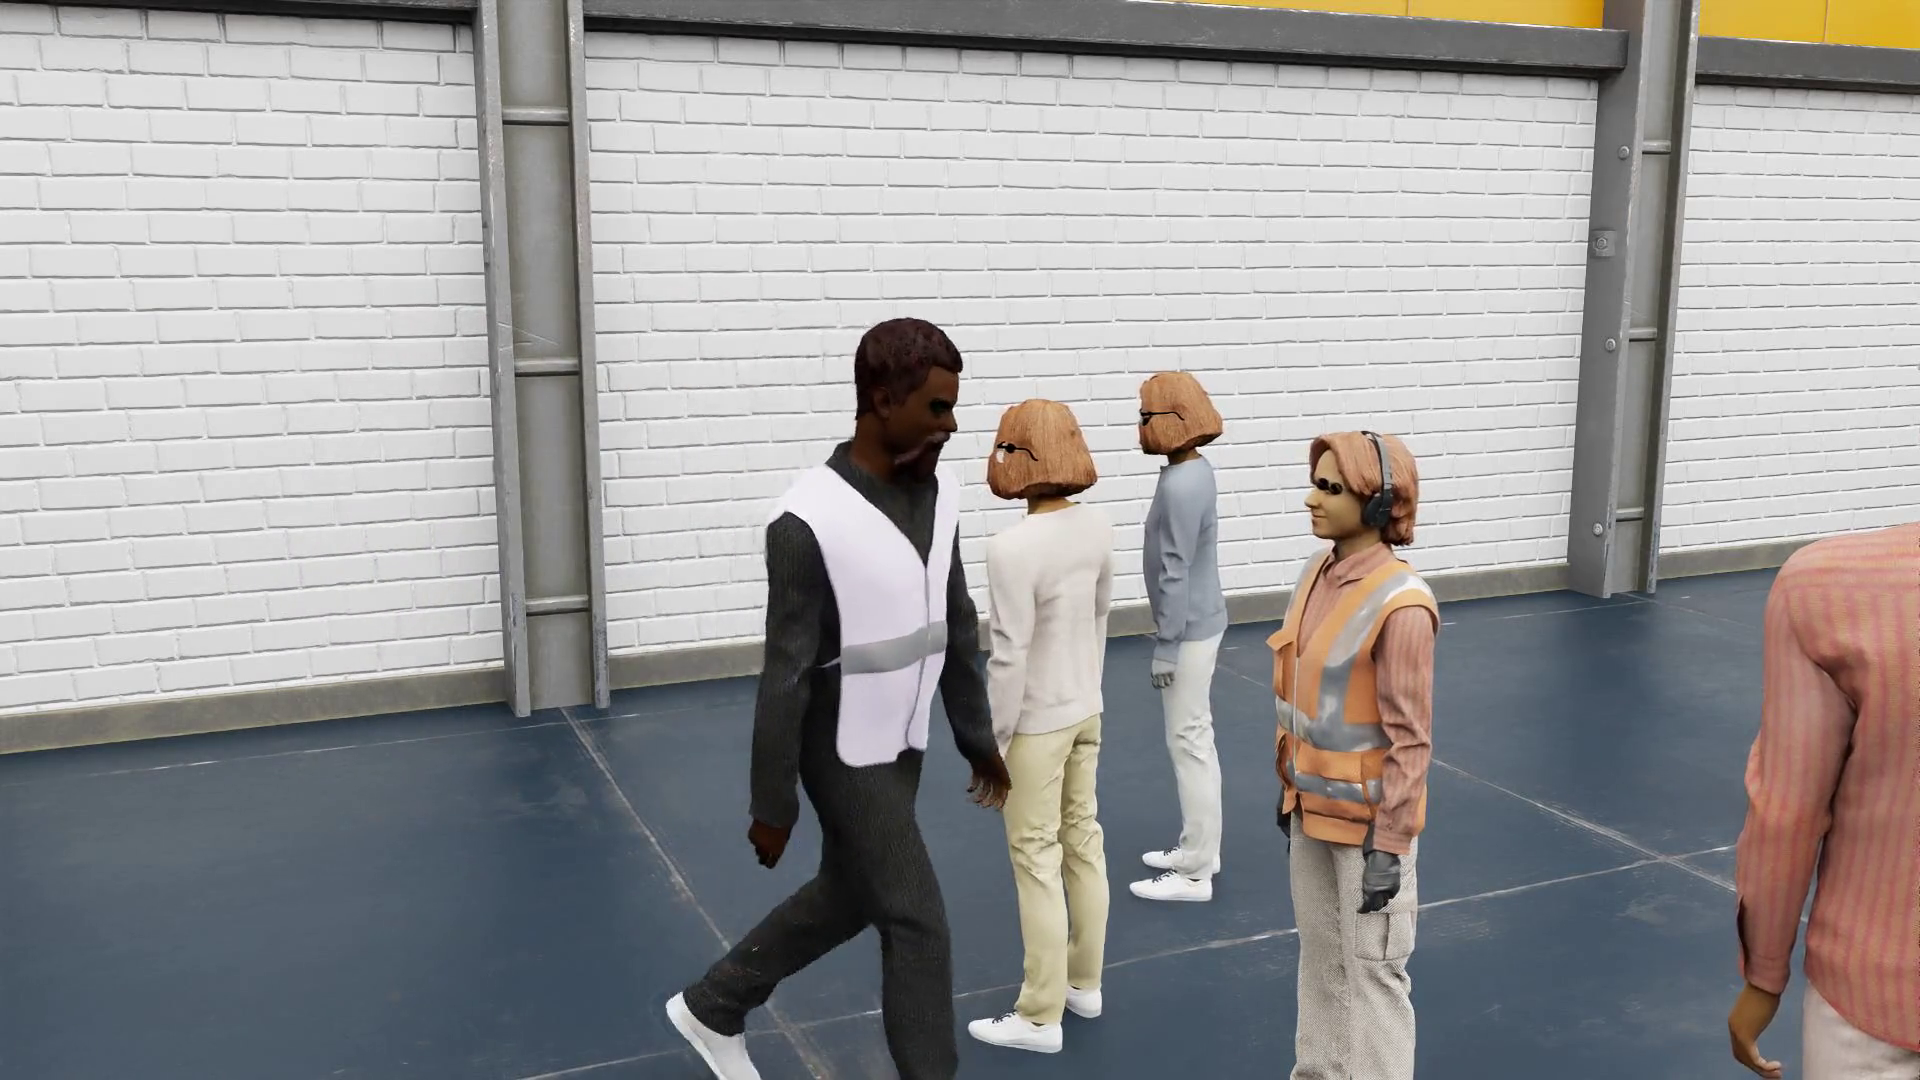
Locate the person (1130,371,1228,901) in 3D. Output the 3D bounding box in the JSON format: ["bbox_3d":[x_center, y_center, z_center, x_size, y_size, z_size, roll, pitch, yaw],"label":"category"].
[{"bbox_3d":[0.679,0.295,5.130,0.288,1.622,0.494,2,10,11],"label":"person"}]

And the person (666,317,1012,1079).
[{"bbox_3d":[-0.270,0.449,3.604,0.943,1.875,0.623,5,11,26],"label":"person"}]

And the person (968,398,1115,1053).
[{"bbox_3d":[0.204,0.464,4.165,0.279,1.634,0.499,7,12,34],"label":"person"}]

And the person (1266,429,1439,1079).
[{"bbox_3d":[0.811,0.583,3.482,0.309,1.645,0.514,-3,11,-14],"label":"person"}]

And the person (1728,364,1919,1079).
[{"bbox_3d":[1.398,0.621,2.293,0.622,1.996,0.369,4,11,23],"label":"person"}]
